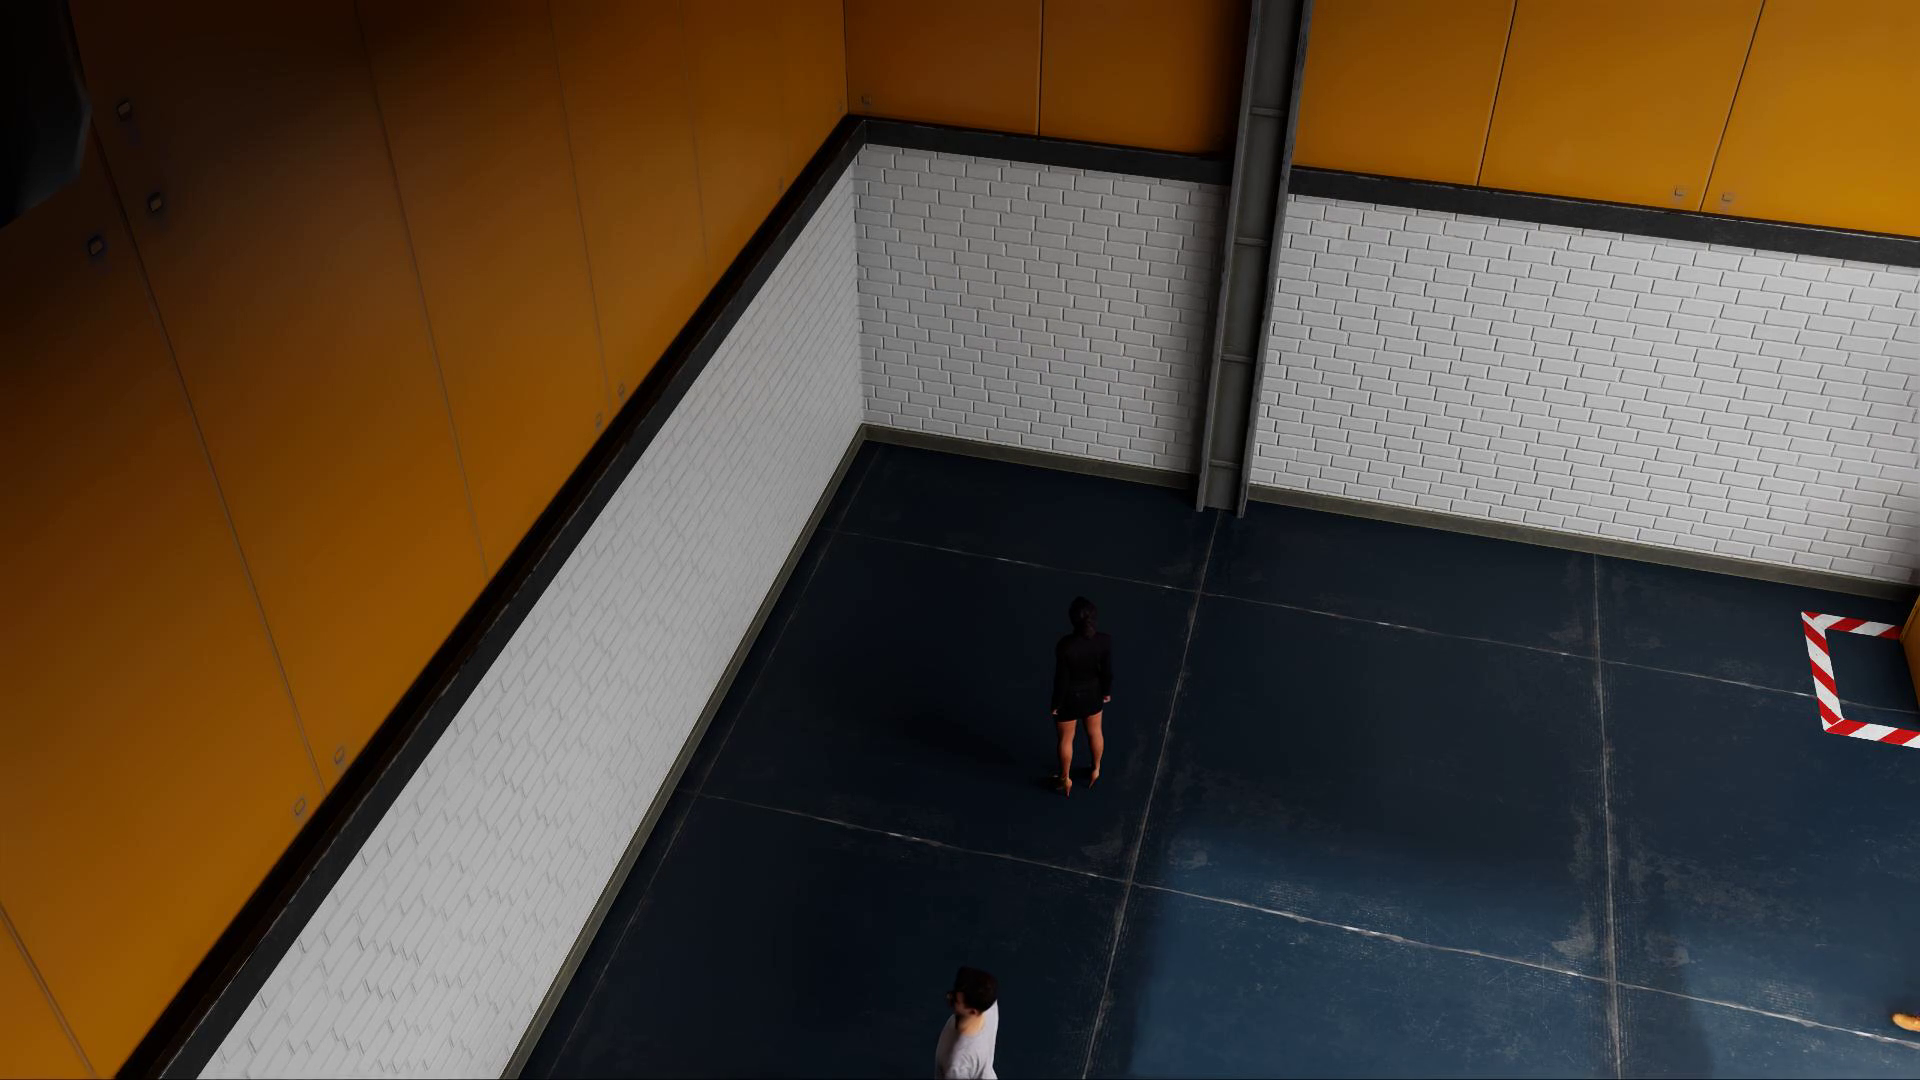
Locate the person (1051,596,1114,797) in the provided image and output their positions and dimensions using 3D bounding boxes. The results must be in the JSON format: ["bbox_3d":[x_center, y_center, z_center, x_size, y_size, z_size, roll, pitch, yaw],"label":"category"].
[{"bbox_3d":[0.783,1.035,10.925,0.694,1.640,0.763,-12,40,-14],"label":"person"}]

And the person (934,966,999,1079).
[{"bbox_3d":[0.033,2.813,8.496,0.550,1.894,0.670,11,40,13],"label":"person"}]
